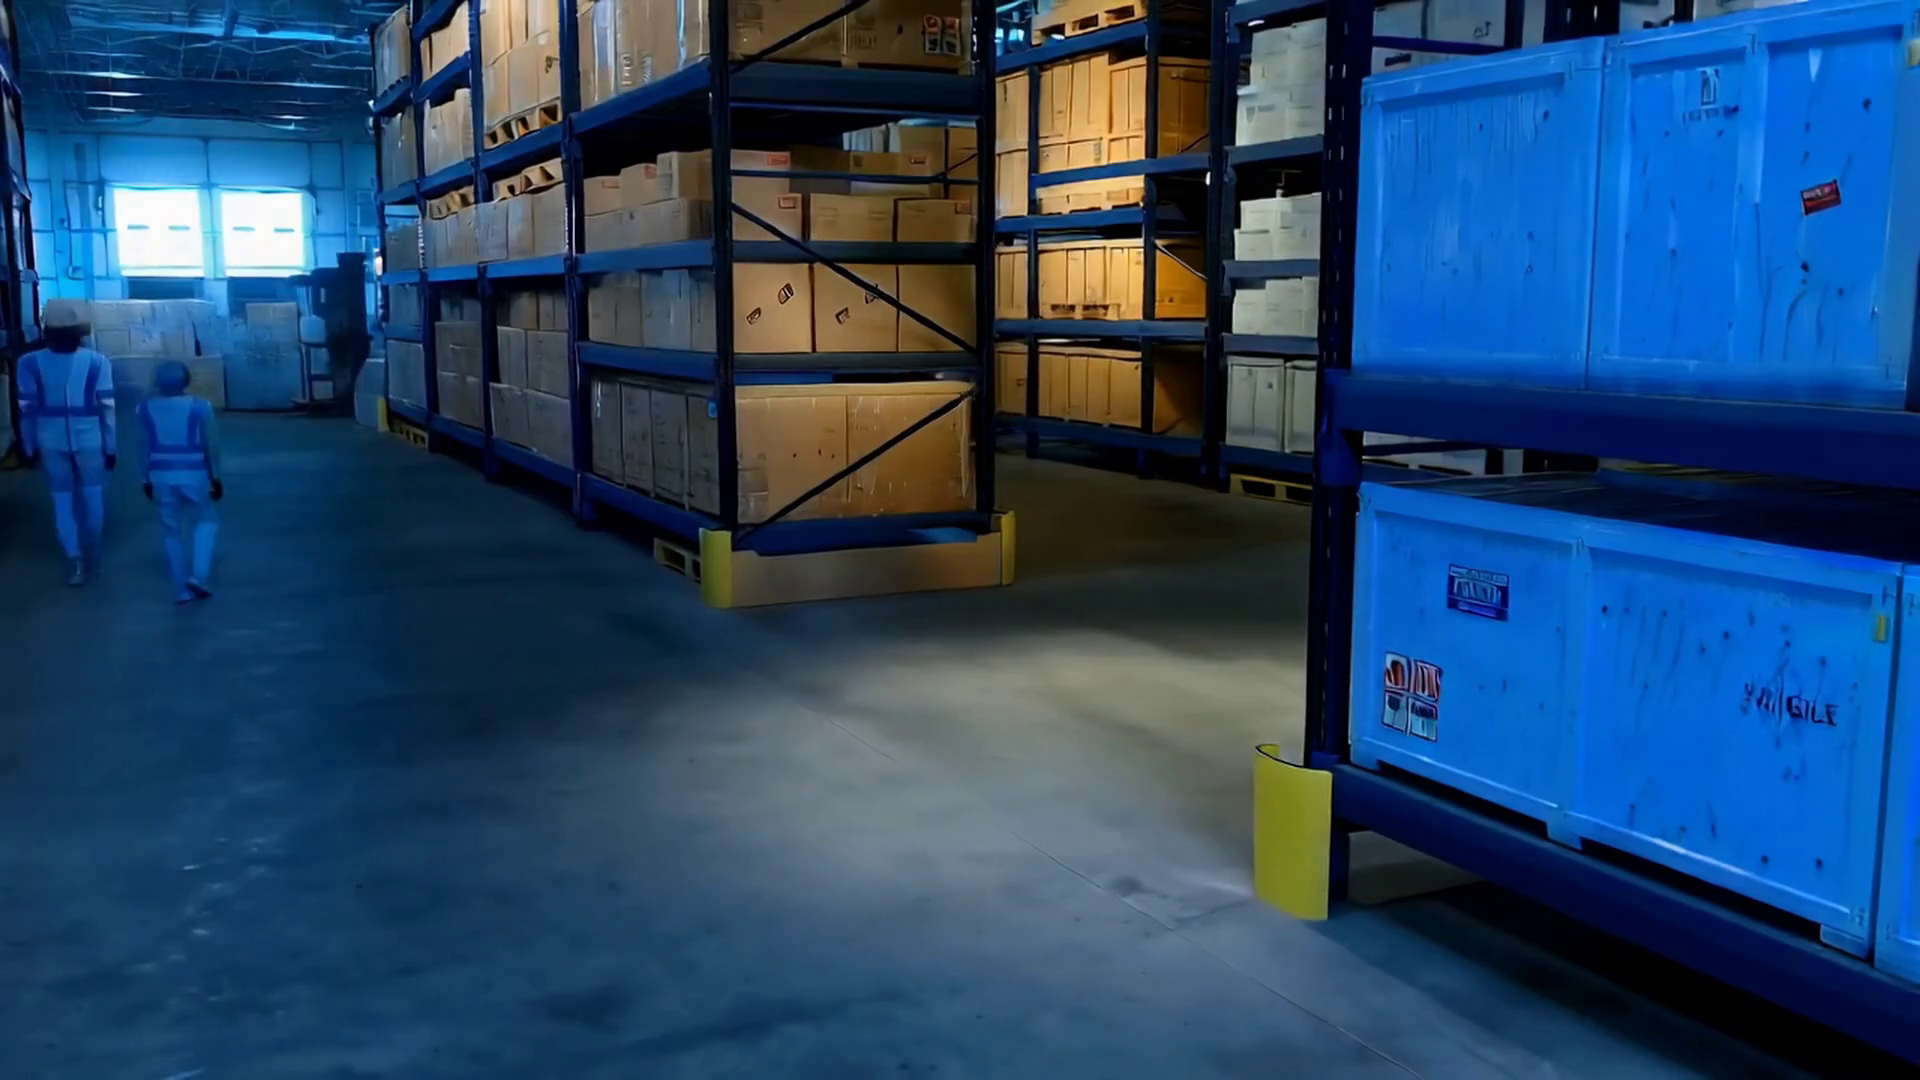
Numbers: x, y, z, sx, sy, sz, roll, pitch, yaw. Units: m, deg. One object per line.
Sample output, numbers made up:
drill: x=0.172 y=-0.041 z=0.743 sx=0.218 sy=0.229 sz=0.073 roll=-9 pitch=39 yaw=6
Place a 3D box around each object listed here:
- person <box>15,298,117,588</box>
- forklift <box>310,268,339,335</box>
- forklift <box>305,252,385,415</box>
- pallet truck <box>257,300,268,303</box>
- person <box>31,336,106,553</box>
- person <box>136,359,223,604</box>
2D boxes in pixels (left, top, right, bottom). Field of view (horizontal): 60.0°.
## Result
person: x=-6.258 y=-0.677 z=11.683 sx=0.617 sy=2.027 sz=0.466 roll=-4 pitch=9 yaw=-24
forklift: x=-16.408 y=-5.712 z=43.475 sx=1.129 sy=2.768 sz=1.873 roll=-2 pitch=8 yaw=-11
forklift: x=-10.541 y=-3.613 z=29.002 sx=1.873 sy=2.768 sz=1.129 roll=-4 pitch=9 yaw=-27
pallet truck: x=-23.913 y=-7.404 z=58.171 sx=1.885 sy=1.965 sz=0.823 roll=-1 pitch=8 yaw=-9
person: x=-7.096 y=-0.803 z=13.267 sx=0.627 sy=1.830 sz=0.430 roll=-4 pitch=9 yaw=-28
person: x=-5.158 y=-0.385 z=11.024 sx=0.544 sy=1.623 sz=0.375 roll=-1 pitch=8 yaw=-7
